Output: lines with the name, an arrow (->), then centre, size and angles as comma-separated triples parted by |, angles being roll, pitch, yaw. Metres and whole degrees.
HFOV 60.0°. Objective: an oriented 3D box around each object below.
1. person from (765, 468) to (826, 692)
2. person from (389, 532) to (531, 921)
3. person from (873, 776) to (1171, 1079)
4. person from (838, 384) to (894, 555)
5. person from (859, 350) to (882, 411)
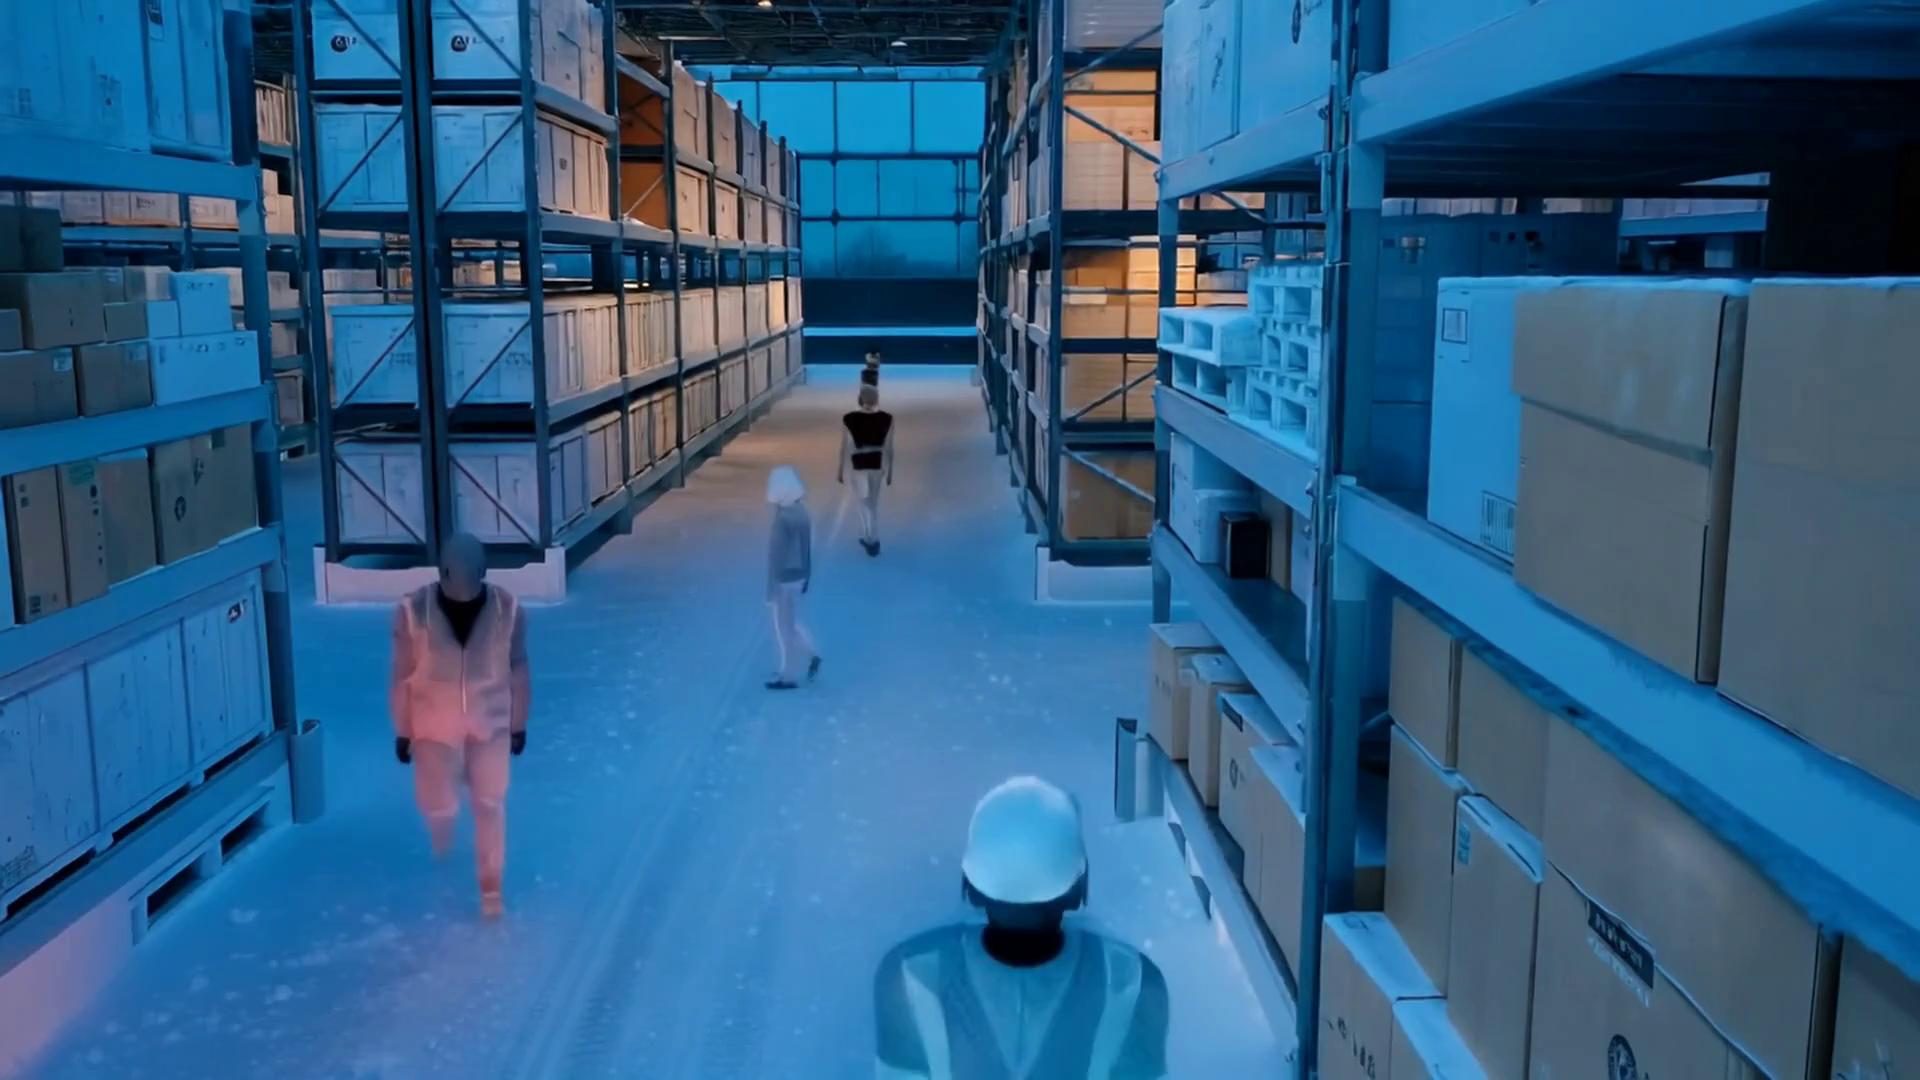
person -> -1.234, 0.291, 11.890 | 0.361, 1.621, 0.517 | 4, 10, 23
person -> -2.355, 0.850, 7.881 | 0.637, 1.820, 0.634 | -3, 10, -20
person -> 0.124, 1.469, 3.439 | 0.632, 2.032, 0.420 | 0, 9, 1
person -> -0.982, -0.760, 17.801 | 0.583, 1.810, 0.918 | -3, 10, -18
person -> -1.387, -2.114, 26.230 | 0.326, 1.765, 0.530 | -6, 11, -34
